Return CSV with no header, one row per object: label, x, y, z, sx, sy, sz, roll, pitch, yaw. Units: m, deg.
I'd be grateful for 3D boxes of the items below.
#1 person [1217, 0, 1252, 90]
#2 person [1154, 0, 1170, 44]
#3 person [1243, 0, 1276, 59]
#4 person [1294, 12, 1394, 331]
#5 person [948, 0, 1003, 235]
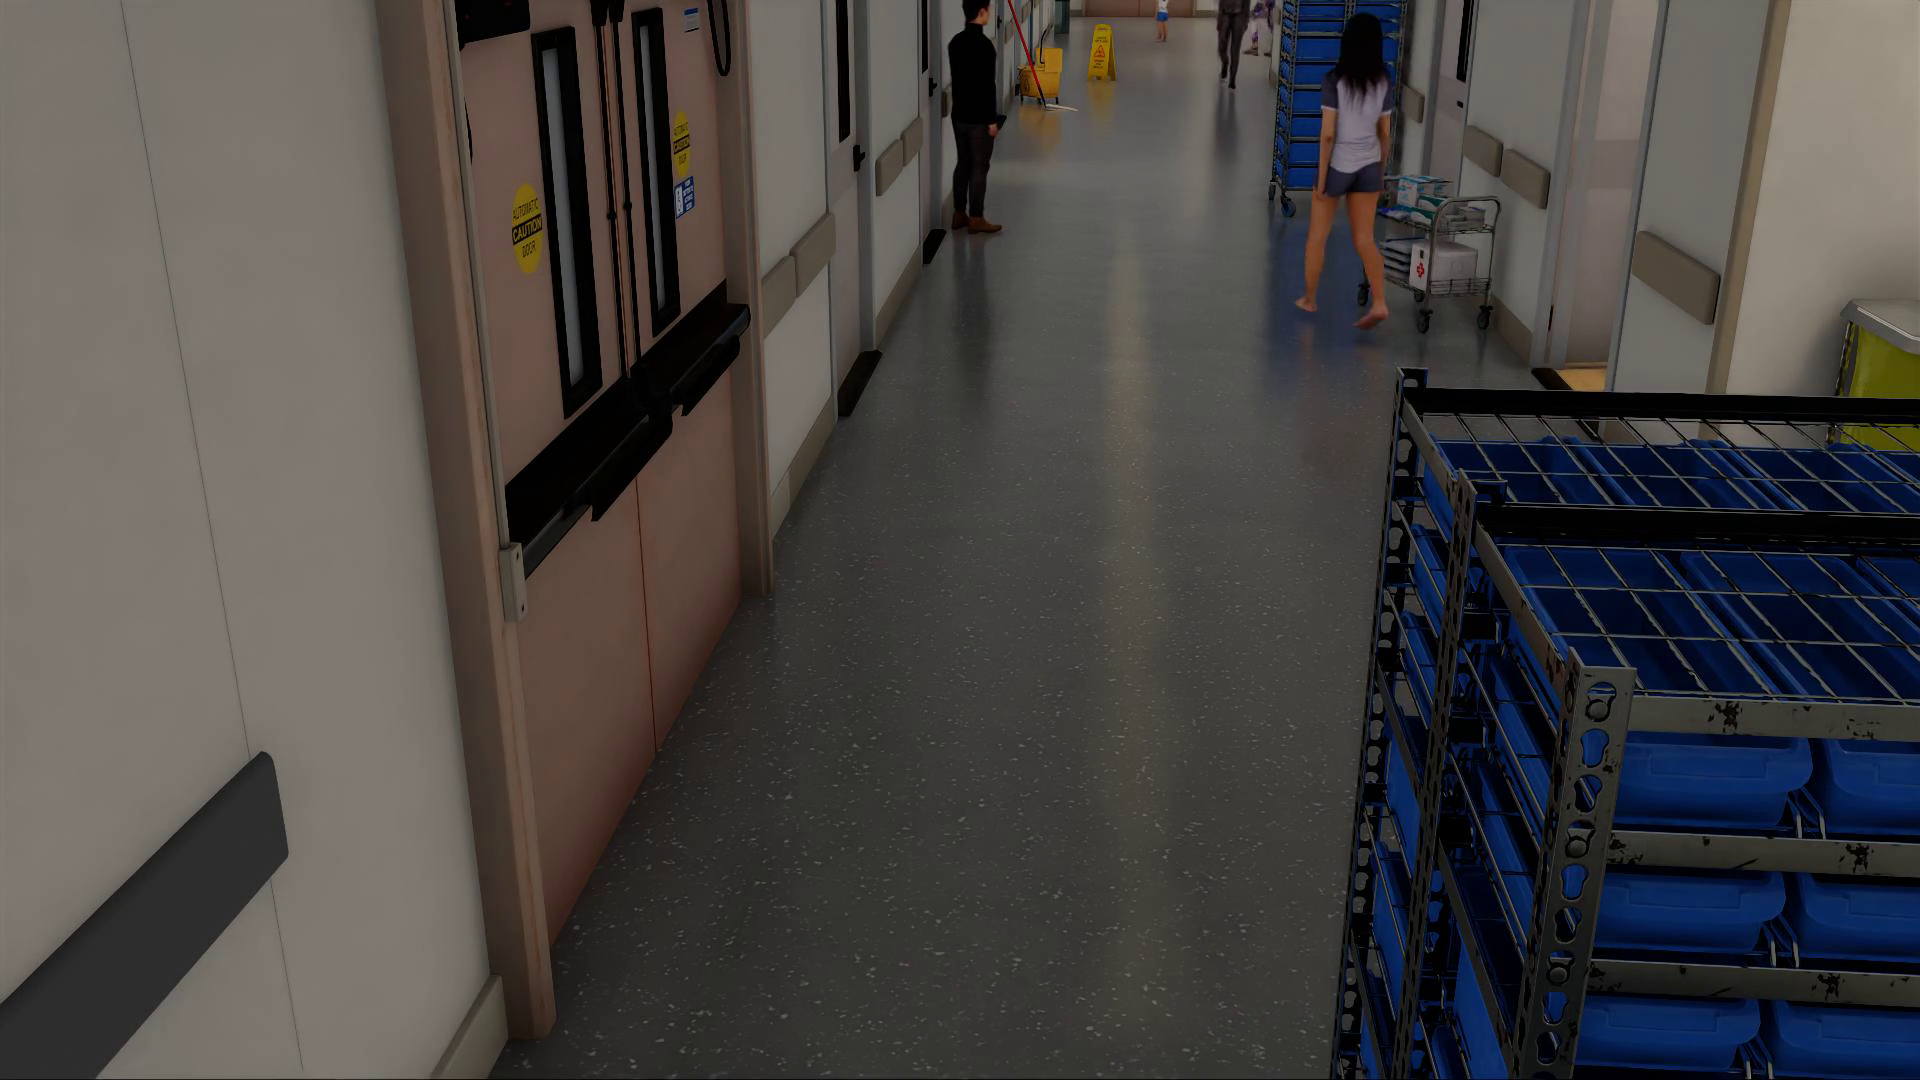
person,3.626,-6.889,22.132,0.596,1.697,0.867,2,21,6
person,3.654,-9.532,30.069,0.484,1.019,0.521,-11,23,-26
person,4.999,-8.599,26.573,0.856,1.750,0.907,-18,27,-39
person,2.207,-1.990,9.203,0.840,1.694,1.201,-5,21,-14
person,0.095,-3.129,12.171,0.781,1.722,0.689,-13,24,-31
